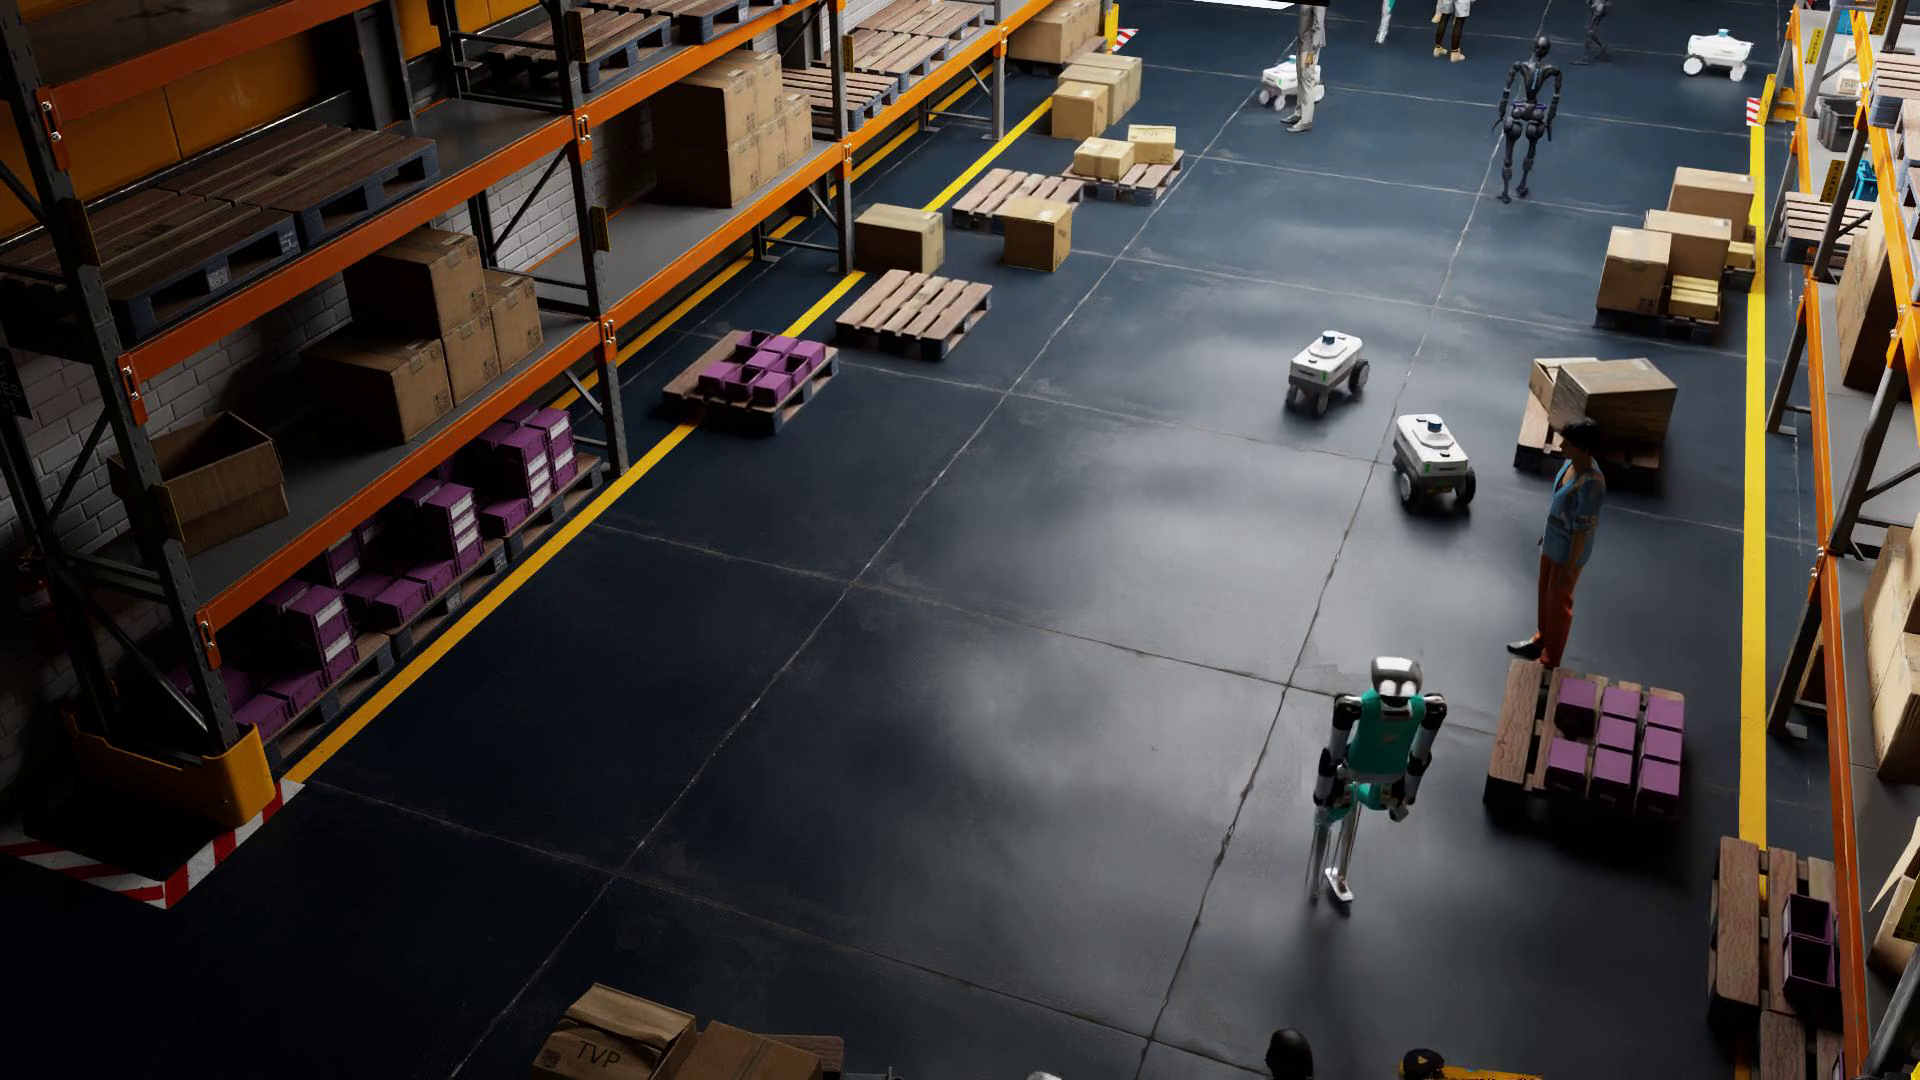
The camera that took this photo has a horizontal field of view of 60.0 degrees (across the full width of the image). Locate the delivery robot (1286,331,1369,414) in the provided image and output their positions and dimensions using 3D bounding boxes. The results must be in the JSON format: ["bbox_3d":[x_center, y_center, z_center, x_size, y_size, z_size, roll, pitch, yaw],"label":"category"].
[{"bbox_3d":[2.968,-1.411,13.505,0.499,0.587,0.789,22,39,30],"label":"delivery robot"}]

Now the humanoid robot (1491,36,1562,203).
[{"bbox_3d":[5.750,-4.290,16.940,0.596,1.647,0.508,8,34,12],"label":"humanoid robot"}]

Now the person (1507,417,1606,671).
[{"bbox_3d":[3.665,0.048,10.148,0.339,1.759,0.499,2,33,3],"label":"person"}]

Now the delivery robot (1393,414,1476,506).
[{"bbox_3d":[3.483,-0.618,12.279,0.521,0.587,0.750,-3,33,-5],"label":"delivery robot"}]

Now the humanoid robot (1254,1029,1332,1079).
[{"bbox_3d":[1.157,2.492,6.443,0.606,1.649,0.347,-8,34,-13],"label":"humanoid robot"}]

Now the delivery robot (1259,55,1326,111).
[{"bbox_3d":[3.941,-5.452,19.761,0.790,0.589,0.499,-20,38,-28],"label":"delivery robot"}]

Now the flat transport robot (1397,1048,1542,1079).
[{"bbox_3d":[2.286,2.852,7.178,0.659,0.231,1.431,4,33,7],"label":"flat transport robot"}]

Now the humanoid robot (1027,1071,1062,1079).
[{"bbox_3d":[0.258,2.752,6.034,0.555,1.836,0.712,14,35,21],"label":"humanoid robot"}]

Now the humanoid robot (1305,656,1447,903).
[{"bbox_3d":[2.013,1.216,8.428,0.541,1.846,0.777,-1,33,-1],"label":"humanoid robot"}]

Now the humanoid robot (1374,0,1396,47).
[{"bbox_3d":[5.584,-7.212,21.392,0.568,1.717,1.027,13,35,19],"label":"humanoid robot"}]

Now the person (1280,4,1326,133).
[{"bbox_3d":[3.917,-5.541,18.668,0.378,1.896,0.545,-1,33,-1],"label":"person"}]

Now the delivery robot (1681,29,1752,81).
[{"bbox_3d":[9.396,-6.043,20.693,0.793,0.608,0.499,16,36,23],"label":"delivery robot"}]

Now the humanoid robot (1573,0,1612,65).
[{"bbox_3d":[8.059,-6.772,20.782,0.463,1.646,0.584,3,33,5],"label":"humanoid robot"}]

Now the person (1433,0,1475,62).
[{"bbox_3d":[6.277,-6.915,20.986,0.320,1.693,0.534,-22,39,-31],"label":"person"}]

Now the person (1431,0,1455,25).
[{"bbox_3d":[6.696,-7.847,22.345,0.462,1.778,0.305,14,36,21],"label":"person"}]
